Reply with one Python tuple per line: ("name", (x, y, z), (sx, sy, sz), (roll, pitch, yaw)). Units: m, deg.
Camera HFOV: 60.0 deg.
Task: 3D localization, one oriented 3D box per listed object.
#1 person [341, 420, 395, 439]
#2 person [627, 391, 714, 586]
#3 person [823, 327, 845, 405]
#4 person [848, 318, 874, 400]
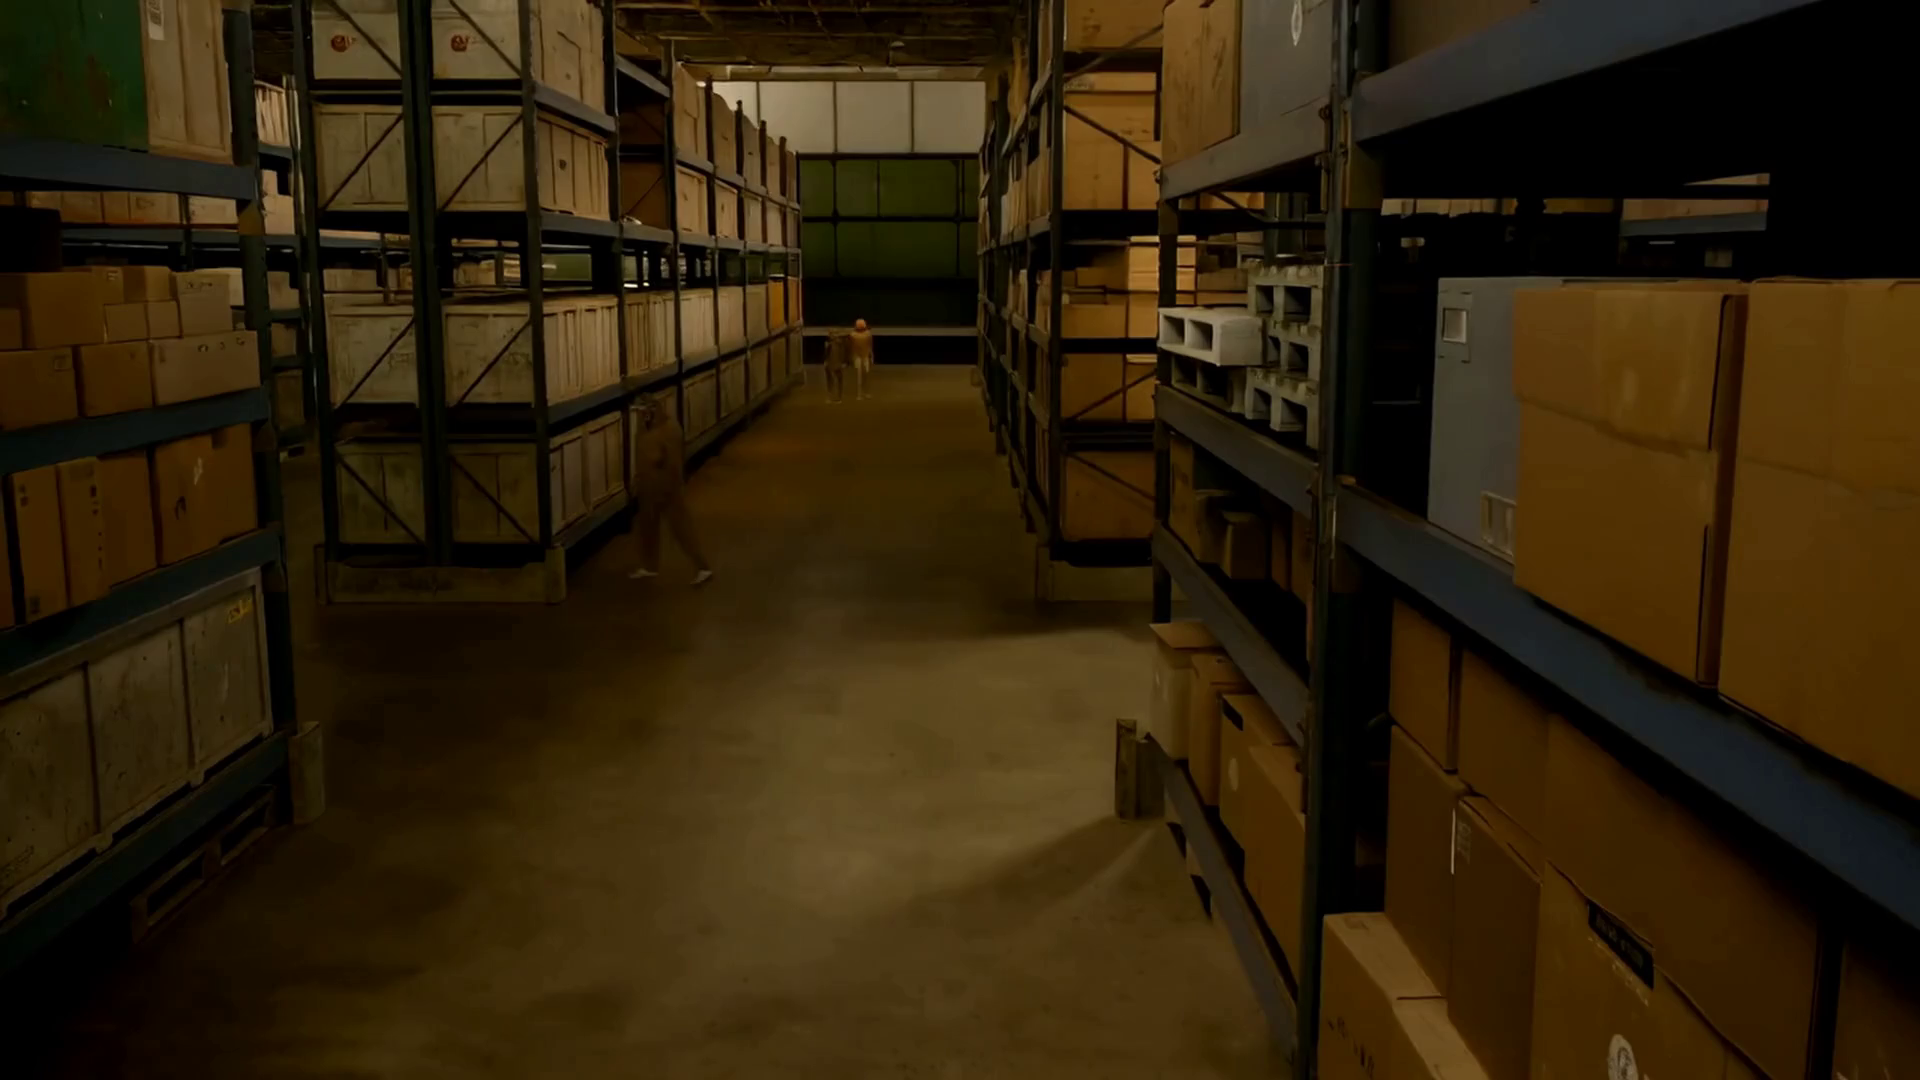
("person", (-7.939, -1.538, 22.415), (0.672, 1.848, 1.006), (2, 9, 12))
("person", (-2.842, -0.503, 16.095), (0.541, 1.865, 0.822), (-8, 13, -42))
("person", (-2.841, -3.902, 37.277), (0.578, 1.741, 0.358), (-8, 12, -40))
("person", (-2.247, -4.156, 38.314), (0.686, 1.906, 0.782), (-5, 10, -27))
